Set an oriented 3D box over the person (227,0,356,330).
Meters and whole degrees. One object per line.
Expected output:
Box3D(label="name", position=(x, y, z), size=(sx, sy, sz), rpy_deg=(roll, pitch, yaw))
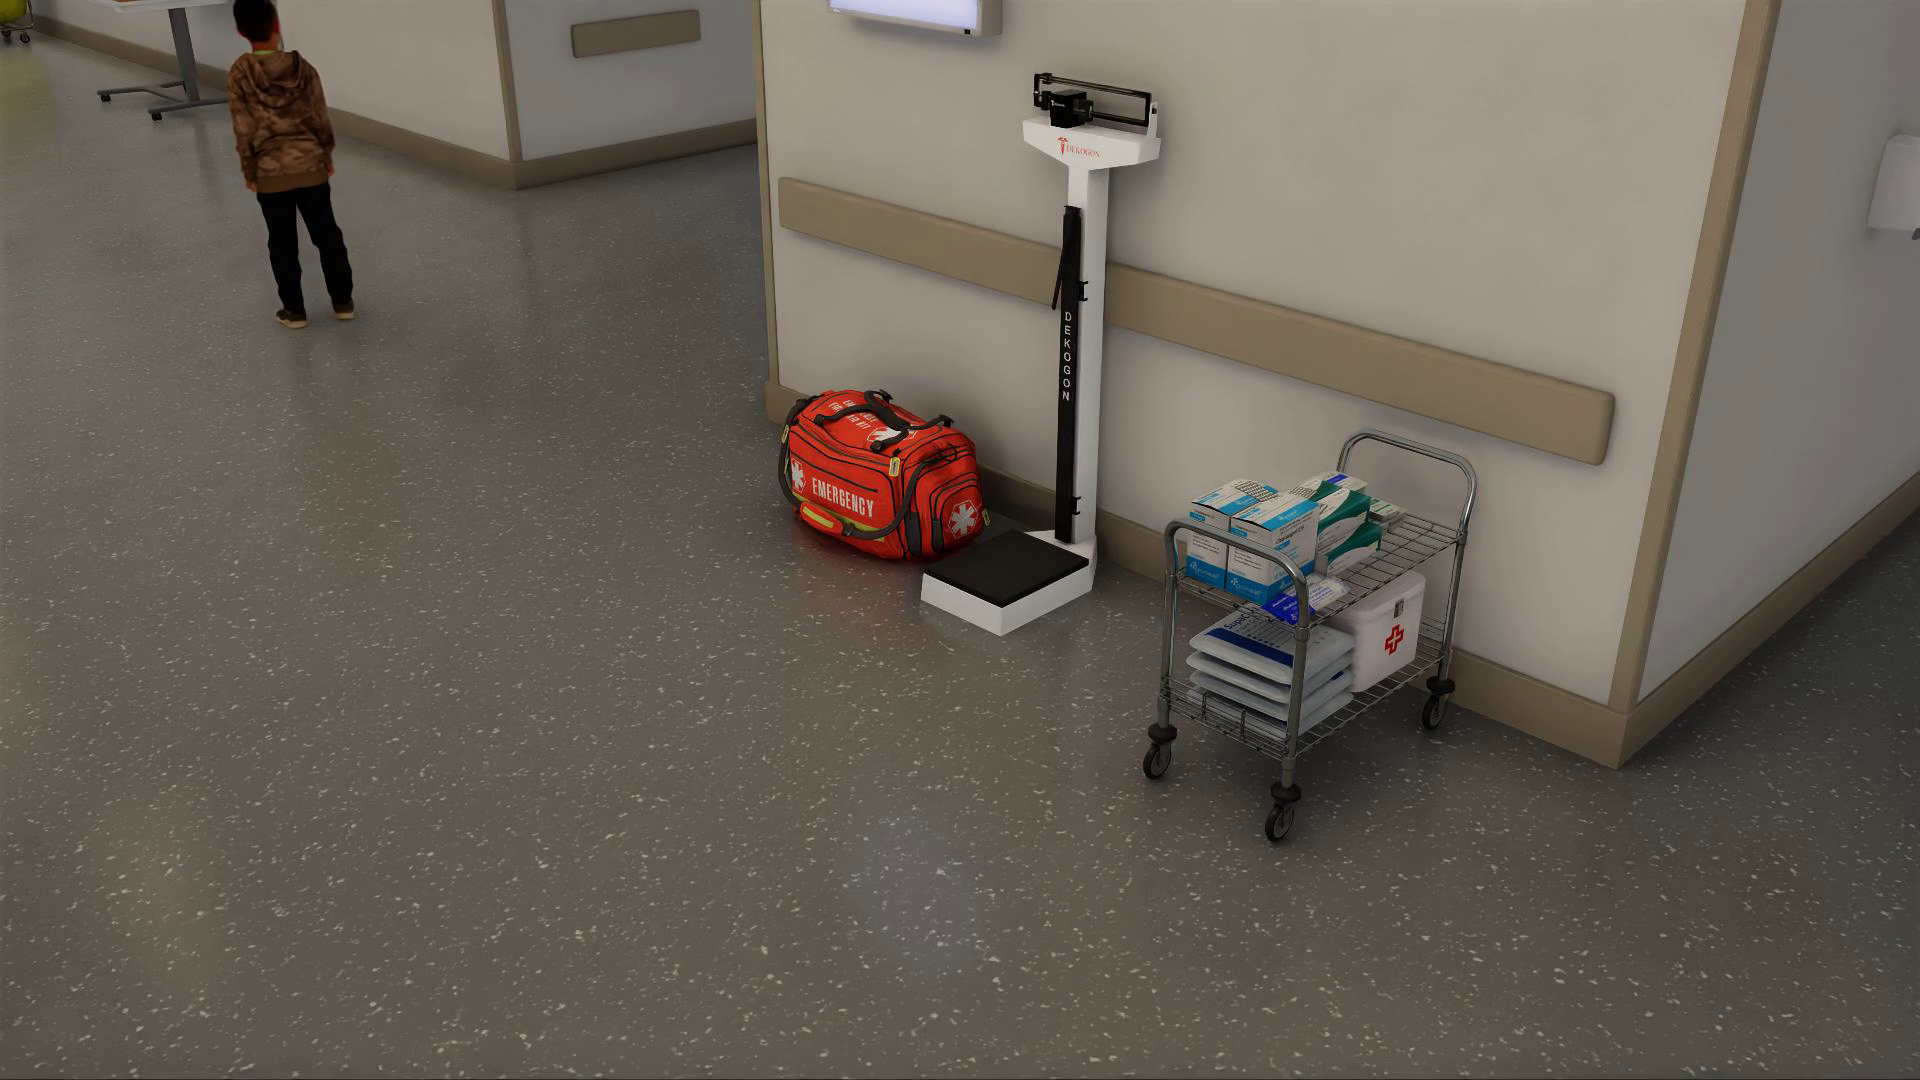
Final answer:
Box3D(label="person", position=(-2.998, -1.679, 7.424), size=(0.620, 1.455, 0.621), rpy_deg=(-15, 30, -28))
